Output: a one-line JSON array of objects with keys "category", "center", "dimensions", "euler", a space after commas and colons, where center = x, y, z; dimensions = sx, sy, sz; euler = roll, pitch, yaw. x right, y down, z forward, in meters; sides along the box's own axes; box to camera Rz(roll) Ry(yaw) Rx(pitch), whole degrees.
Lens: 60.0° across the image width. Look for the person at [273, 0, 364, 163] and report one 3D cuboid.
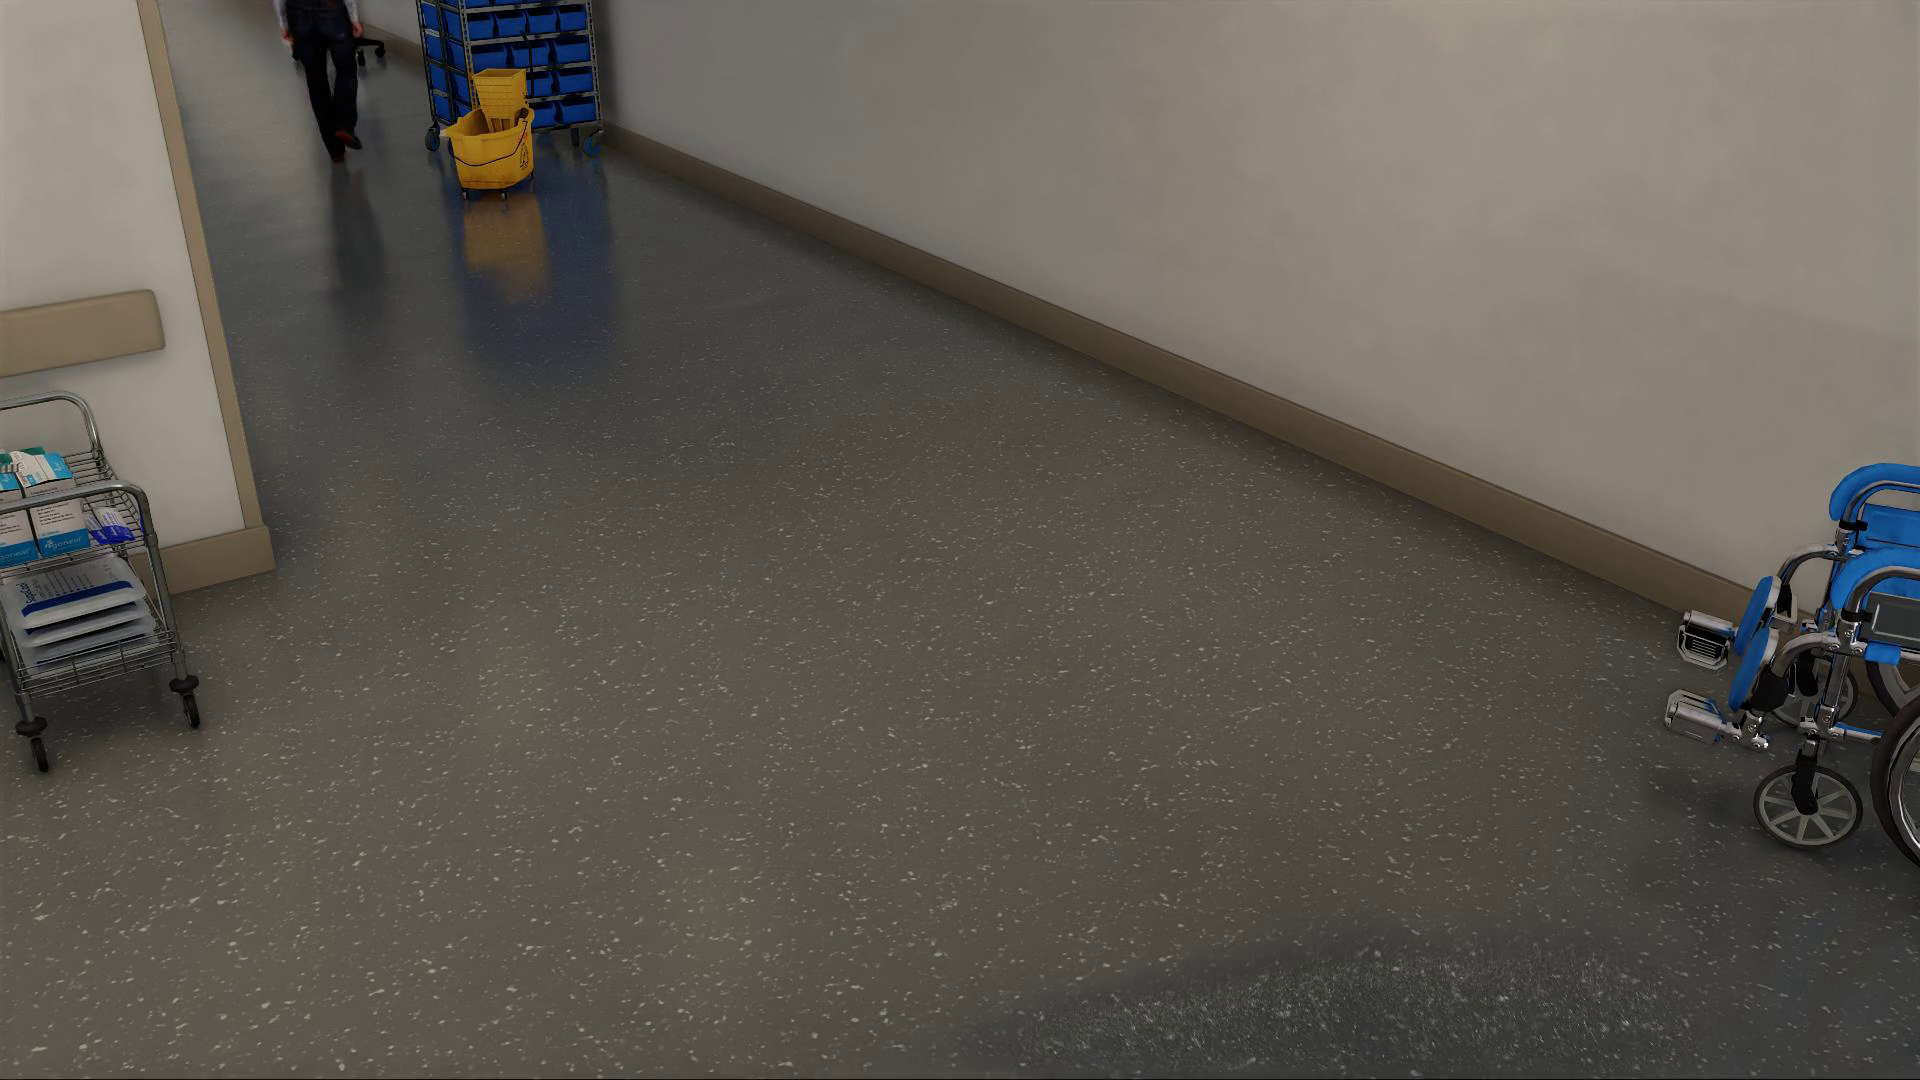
[{"category": "person", "center": [-4.055, -3.290, 10.478], "dimensions": [0.775, 1.807, 0.865], "euler": [-5, 26, -10]}]
